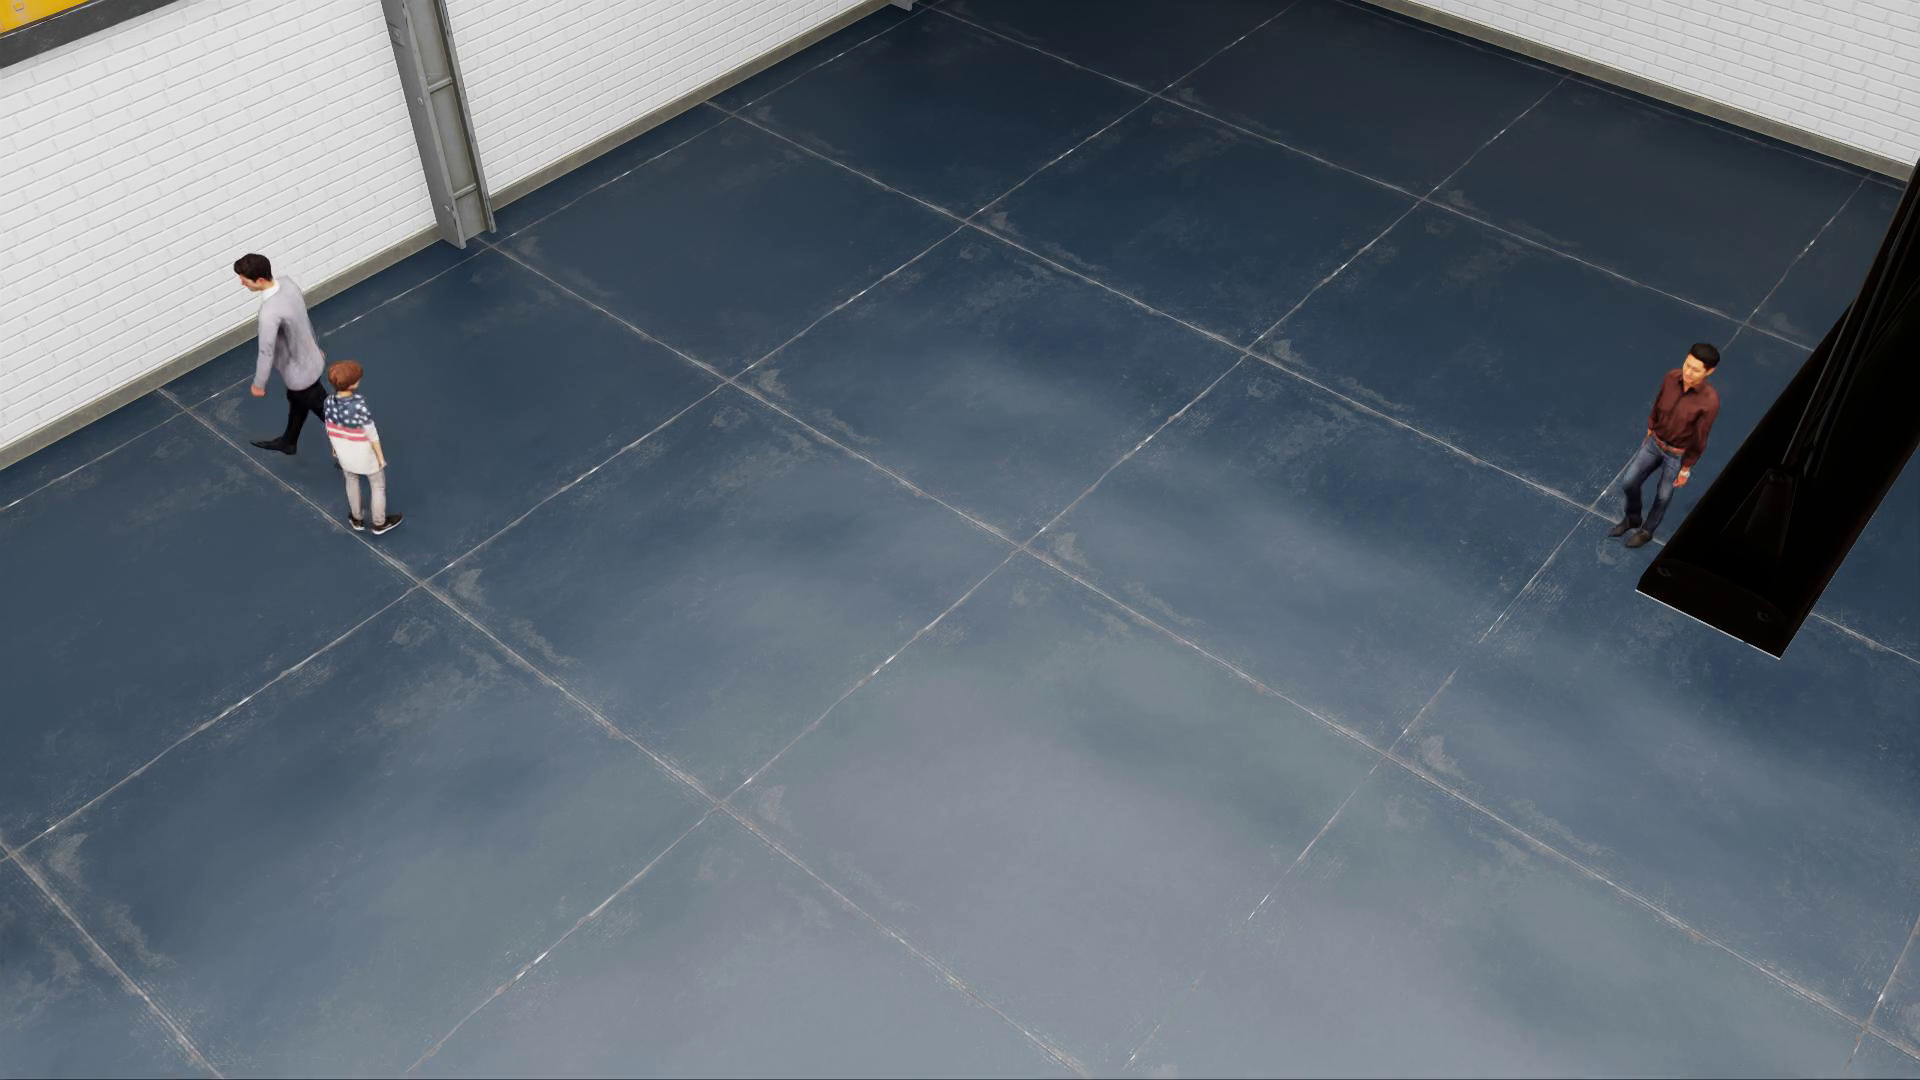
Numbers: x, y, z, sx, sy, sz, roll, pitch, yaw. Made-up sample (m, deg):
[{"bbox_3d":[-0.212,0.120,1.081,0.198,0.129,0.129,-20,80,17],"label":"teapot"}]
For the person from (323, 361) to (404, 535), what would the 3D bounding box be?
[{"bbox_3d":[-4.221,-0.637,11.634,0.686,1.428,0.693,6,44,6],"label":"person"}]

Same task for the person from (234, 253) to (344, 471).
[{"bbox_3d":[-4.644,-1.229,11.941,1.287,1.862,1.195,-5,44,-5],"label":"person"}]

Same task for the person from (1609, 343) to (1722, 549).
[{"bbox_3d":[4.928,-0.648,11.400,0.695,1.768,0.717,-26,49,-25],"label":"person"}]
